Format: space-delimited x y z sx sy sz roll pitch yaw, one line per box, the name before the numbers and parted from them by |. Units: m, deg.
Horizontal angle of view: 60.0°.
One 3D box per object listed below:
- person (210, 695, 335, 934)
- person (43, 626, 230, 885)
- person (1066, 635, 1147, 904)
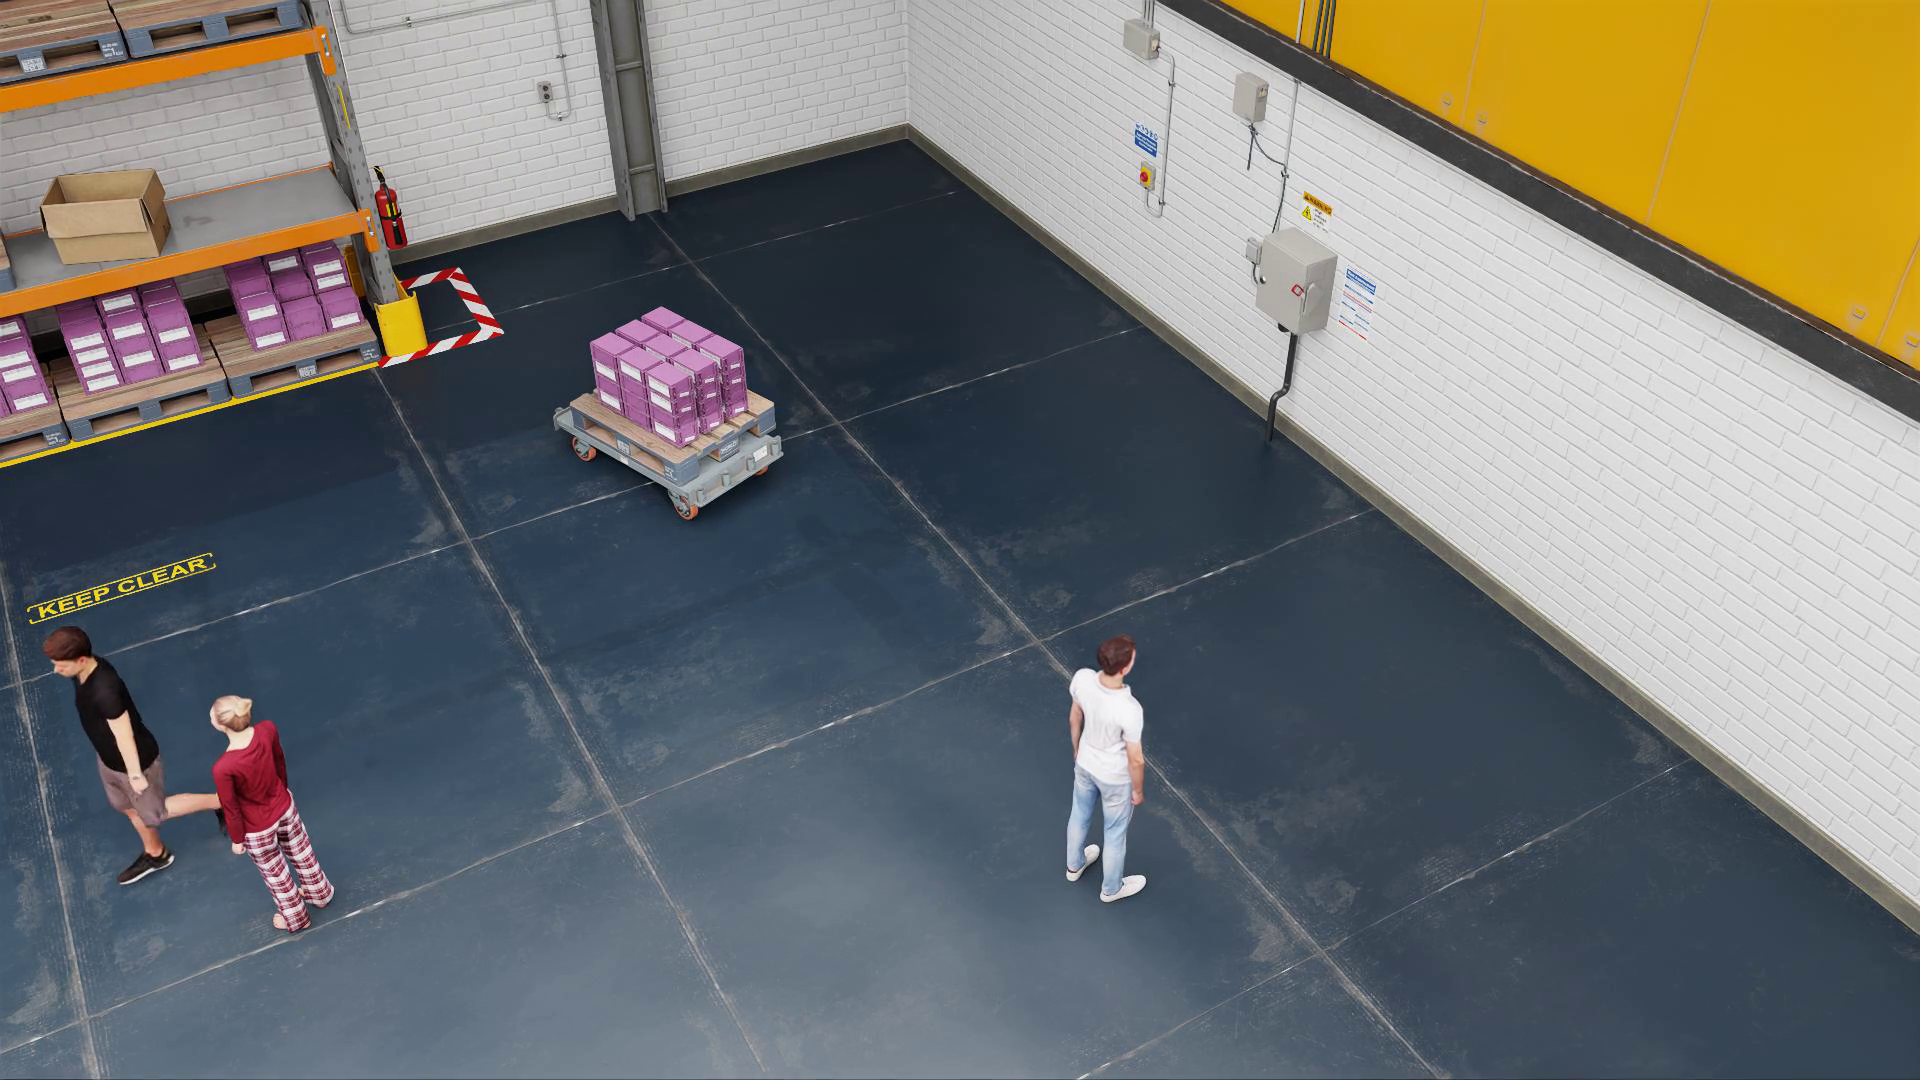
person | -3.724 1.454 8.907 0.736 1.689 0.652 13 40 16
person | -4.510 1.136 9.183 0.865 1.841 1.090 32 48 33
person | 0.789 1.243 9.041 0.621 1.851 0.693 -31 48 -33
